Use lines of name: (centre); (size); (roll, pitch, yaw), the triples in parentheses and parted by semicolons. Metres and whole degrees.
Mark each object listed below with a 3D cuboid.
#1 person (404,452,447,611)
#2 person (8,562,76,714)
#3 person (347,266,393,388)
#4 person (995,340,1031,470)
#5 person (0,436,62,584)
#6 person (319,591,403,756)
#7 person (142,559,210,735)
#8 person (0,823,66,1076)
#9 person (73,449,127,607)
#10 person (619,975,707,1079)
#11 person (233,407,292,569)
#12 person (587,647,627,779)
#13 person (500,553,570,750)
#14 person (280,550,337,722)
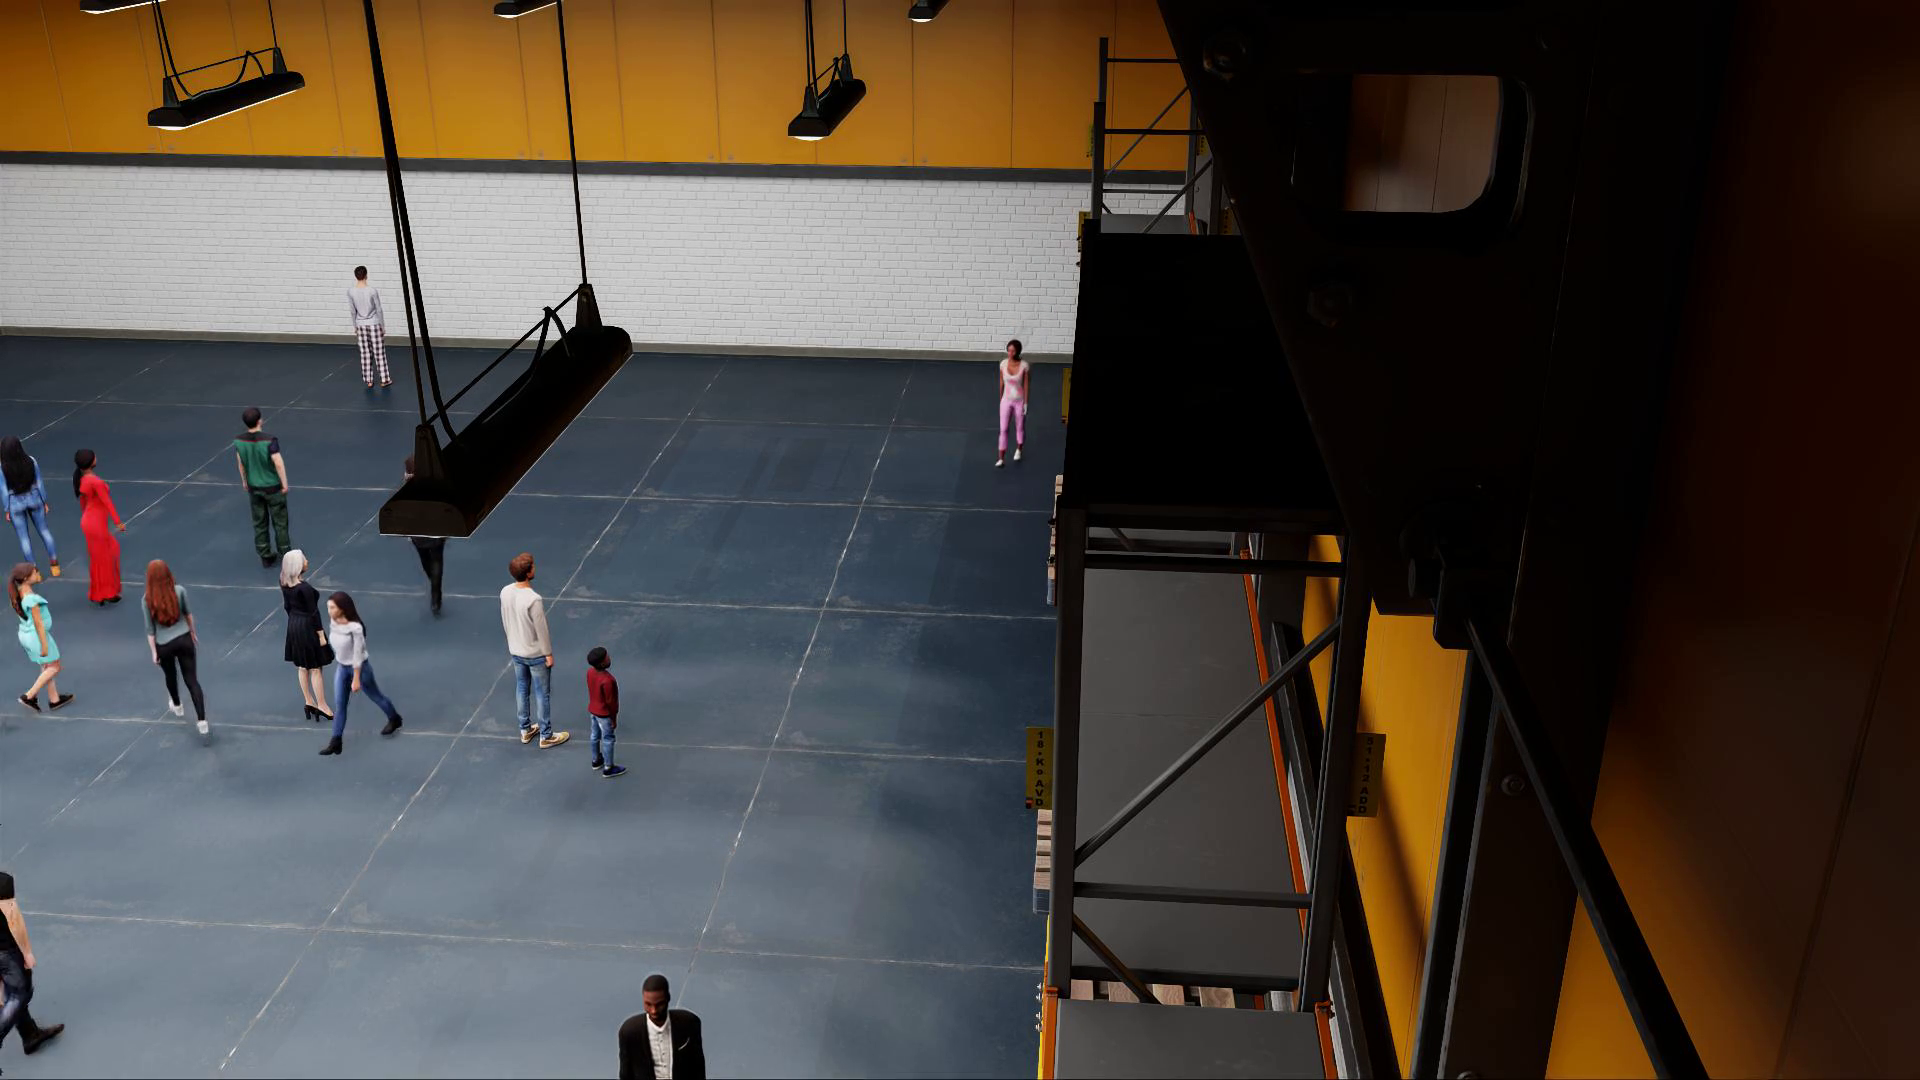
person: (-5.754, -0.063, 17.973); (0.829, 1.742, 1.179); (-4, 24, -9)
person: (-8.877, 0.962, 15.874); (0.746, 1.547, 0.872); (16, 28, 32)
person: (-8.911, -3.221, 25.067); (0.646, 1.847, 0.565); (-1, 24, -2)
person: (0.751, -1.823, 22.048); (0.669, 1.704, 1.111); (5, 24, 11)
person: (-10.497, -0.361, 18.694); (0.747, 1.712, 0.669); (21, 31, 40)
person: (-5.491, 1.186, 15.321); (0.963, 1.580, 1.165); (16, 28, 32)
person: (-7.284, 1.038, 15.508); (1.112, 1.699, 1.193); (-18, 29, -35)
person: (-6.582, 2.807, 11.251); (0.893, 1.868, 1.102); (9, 25, 21)
person: (-9.446, -0.106, 18.034); (0.807, 1.772, 0.868); (21, 31, 40)
person: (-1.776, 3.377, 10.033); (0.721, 1.799, 0.659); (-6, 24, -13)
person: (-7.952, -0.610, 19.028); (0.674, 1.900, 0.546); (2, 24, 6)
person: (-3.217, 1.531, 14.940); (0.578, 1.252, 0.629); (22, 32, 40)
person: (-3.965, 1.014, 15.312); (0.752, 1.902, 0.725); (13, 27, 28)
person: (-6.191, 0.894, 15.780); (0.694, 1.746, 0.715); (15, 28, 30)
